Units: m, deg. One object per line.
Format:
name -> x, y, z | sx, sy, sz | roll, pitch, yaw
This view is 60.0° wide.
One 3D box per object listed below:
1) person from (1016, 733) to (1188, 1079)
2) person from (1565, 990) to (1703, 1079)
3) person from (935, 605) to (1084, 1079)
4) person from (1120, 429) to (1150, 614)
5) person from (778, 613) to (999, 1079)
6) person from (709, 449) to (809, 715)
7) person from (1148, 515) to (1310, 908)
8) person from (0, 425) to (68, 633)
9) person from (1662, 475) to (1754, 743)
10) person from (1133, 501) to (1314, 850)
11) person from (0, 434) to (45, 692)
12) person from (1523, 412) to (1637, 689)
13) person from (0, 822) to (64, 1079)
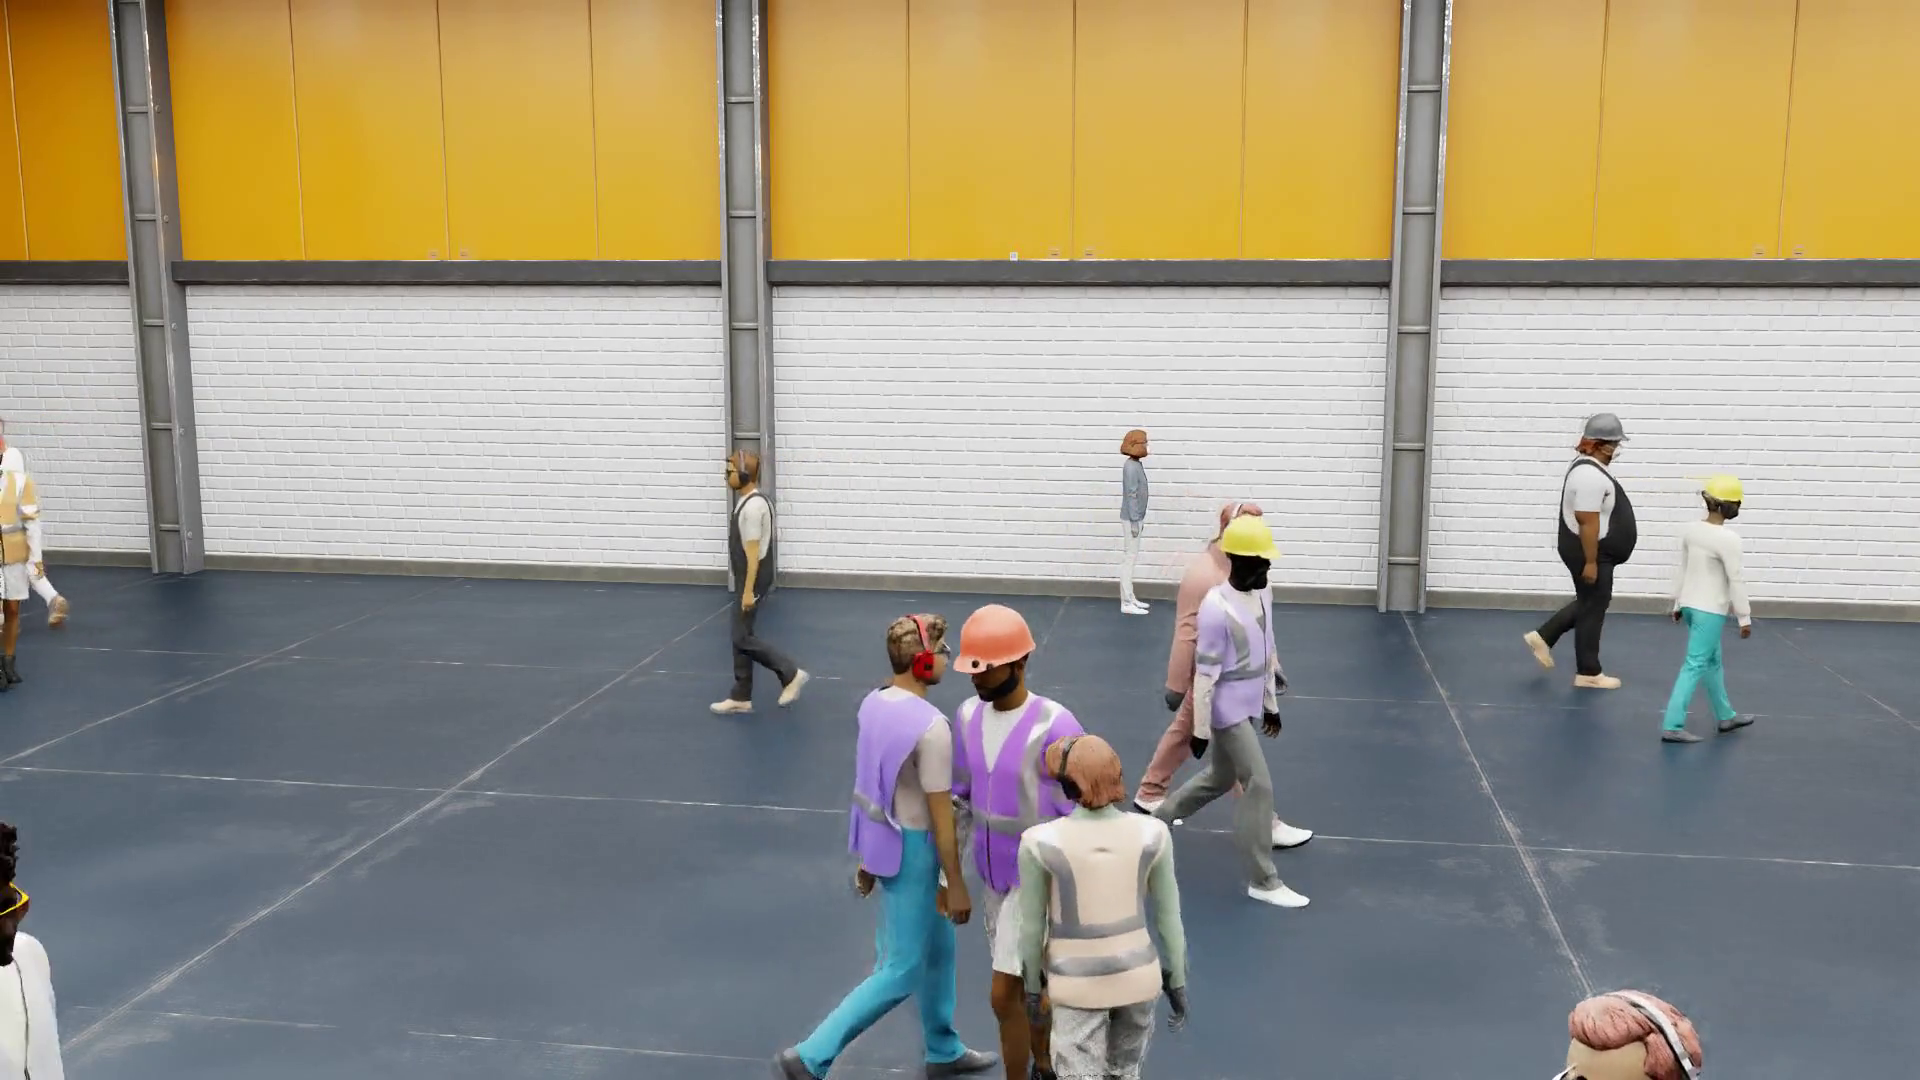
person -> 0.460, 1.406, 5.140 | 0.532, 1.608, 0.679 | -3, 10, -15
person -> 1.137, 1.657, 2.891 | 1.032, 1.847, 0.644 | -8, 12, -41
person -> 0.127, 1.166, 5.691 | 0.700, 1.907, 0.589 | -8, 12, -40
person -> 1.555, -0.168, 14.774 | 0.286, 1.636, 0.499 | 1, 9, 9
person -> -0.251, 1.166, 6.011 | 0.838, 1.815, 0.581 | -4, 10, -21
person -> -1.399, 0.295, 11.307 | 0.588, 1.834, 0.537 | -2, 9, -13
person -> 1.263, 0.794, 8.083 | 0.918, 1.891, 0.585 | 5, 11, 29
person -> -7.829, -0.114, 13.756 | 0.755, 1.863, 0.601 | 2, 10, 15
person -> 4.897, 0.449, 10.692 | 0.832, 1.729, 0.551 | -1, 9, -8
person -> 1.373, 0.697, 8.862 | 1.080, 1.846, 0.623 | 5, 11, 29
person -> -6.938, 0.143, 12.048 | 0.545, 1.905, 0.742 | -7, 12, -39
person -> 4.560, 0.063, 12.106 | 0.673, 2.000, 0.697 | 3, 10, 20
person -> -2.104, 1.507, 3.649 | 1.073, 1.889, 0.605 | 1, 9, 7
